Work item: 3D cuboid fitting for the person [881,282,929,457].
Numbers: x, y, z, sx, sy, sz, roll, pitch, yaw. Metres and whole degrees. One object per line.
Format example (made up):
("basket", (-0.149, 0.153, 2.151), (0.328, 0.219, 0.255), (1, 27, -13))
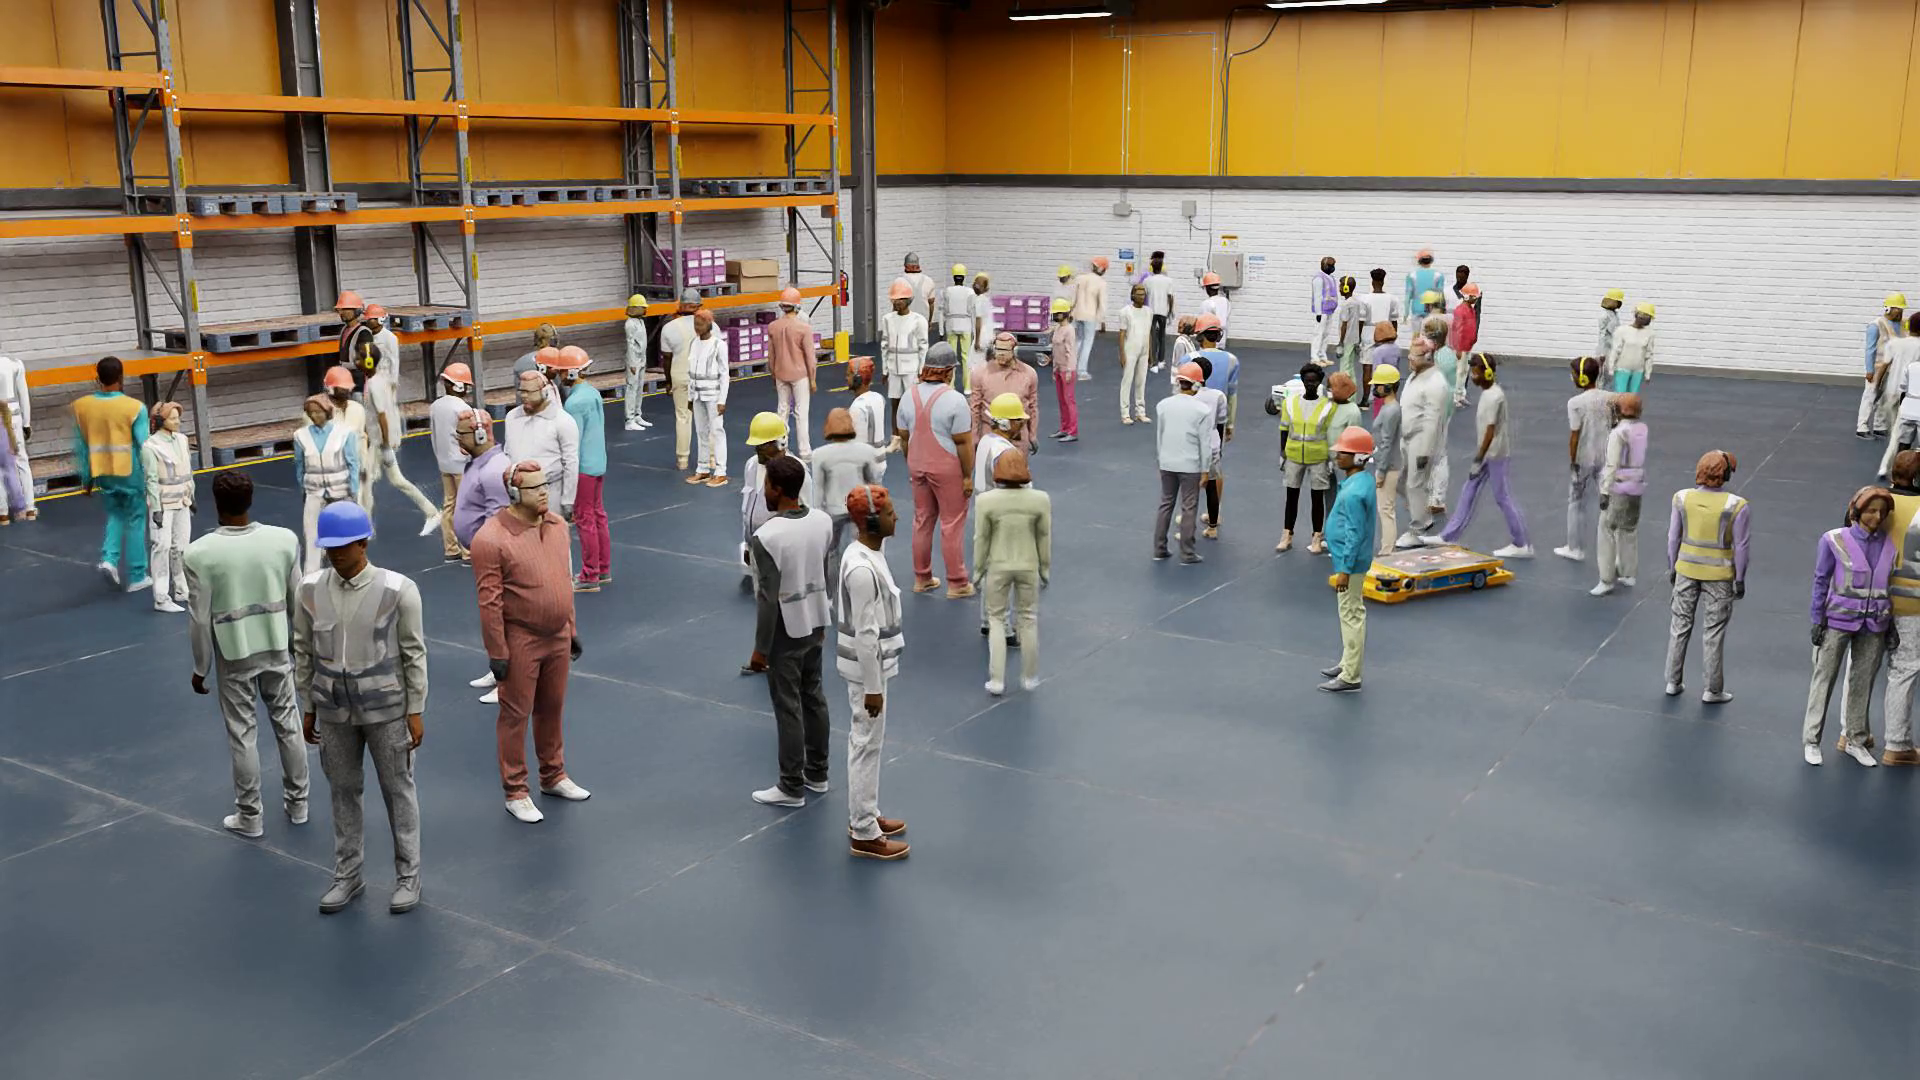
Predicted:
("person", (-0.664, -1.987, 19.417), (0.609, 2.044, 0.394), (8, 15, 30))

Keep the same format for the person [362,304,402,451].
("person", (-6.908, -1.930, 19.804), (0.563, 1.752, 0.326), (8, 15, 31))

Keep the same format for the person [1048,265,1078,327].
("person", (1.704, -3.618, 27.142), (0.446, 1.743, 0.561), (-10, 16, -38))

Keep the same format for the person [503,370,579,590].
("person", (-3.182, -0.329, 12.530), (0.637, 1.907, 0.406), (5, 14, 21))

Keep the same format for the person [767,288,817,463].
("person", (-1.907, -1.876, 19.037), (0.611, 1.997, 0.375), (6, 14, 25))

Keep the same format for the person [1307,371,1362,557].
("person", (3.306, -0.668, 14.594), (0.279, 1.633, 0.499), (-5, 14, -22))

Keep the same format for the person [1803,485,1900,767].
("person", (5.131, 0.494, 9.545), (0.513, 1.640, 0.307), (1, 13, 4))

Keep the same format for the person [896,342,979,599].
("person", (-0.130, -0.566, 13.262), (0.674, 2.000, 0.535), (10, 16, 37))

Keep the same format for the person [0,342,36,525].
("person", (-9.160, -1.087, 15.859), (0.354, 1.887, 0.573), (10, 16, 36))

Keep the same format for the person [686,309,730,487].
("person", (-2.701, -1.513, 17.713), (0.581, 1.884, 0.351), (10, 16, 38))

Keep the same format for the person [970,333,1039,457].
("person", (0.407, -0.941, 15.189), (0.652, 1.904, 0.402), (-2, 13, -8))

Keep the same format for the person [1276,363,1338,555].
("person", (3.062, -0.716, 14.661), (0.533, 1.699, 0.322), (6, 14, 25))

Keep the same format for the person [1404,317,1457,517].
("person", (4.615, -1.197, 16.222), (0.357, 1.938, 0.637), (0, 13, -1))

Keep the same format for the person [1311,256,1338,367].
("person", (6.098, -3.819, 27.832), (0.429, 1.835, 0.629), (9, 16, 34))

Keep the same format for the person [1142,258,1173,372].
("person", (3.210, -3.703, 27.314), (0.531, 1.831, 0.836), (1, 13, 2))

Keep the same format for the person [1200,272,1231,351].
("person", (3.412, -2.658, 22.584), (0.549, 1.926, 0.384), (-12, 18, -43))

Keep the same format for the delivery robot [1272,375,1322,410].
("delivery robot", (4.565, -1.996, 22.514), (0.707, 0.478, 0.477), (-9, 16, -33))

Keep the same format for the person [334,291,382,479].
("person", (-6.544, -1.666, 18.017), (0.356, 2.047, 0.615), (-12, 18, -42))

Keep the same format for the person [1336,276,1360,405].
("person", (5.329, -2.700, 22.927), (0.331, 1.861, 0.495), (7, 15, 27))

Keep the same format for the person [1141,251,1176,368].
("person", (3.324, -3.848, 27.759), (0.539, 1.941, 0.617), (11, 17, 40))

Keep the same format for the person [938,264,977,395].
("person", (-0.026, -3.094, 24.505), (0.589, 1.918, 0.401), (0, 13, 1))

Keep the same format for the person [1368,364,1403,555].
("person", (3.575, -0.604, 14.050), (0.329, 1.760, 0.520), (3, 13, 13))

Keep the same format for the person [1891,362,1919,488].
("person", (9.828, -1.247, 16.995), (0.320, 1.686, 0.539), (-7, 15, -28))

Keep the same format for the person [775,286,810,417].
("person", (-2.276, -2.541, 22.452), (0.563, 1.754, 0.321), (10, 17, 38))

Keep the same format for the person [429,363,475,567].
("person", (-4.277, -0.647, 14.258), (0.574, 1.741, 0.340), (11, 17, 39))

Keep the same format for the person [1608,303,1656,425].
("person", (8.209, -2.024, 20.298), (0.574, 1.716, 0.449), (-2, 13, -7))

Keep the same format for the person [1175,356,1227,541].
("person", (2.163, -0.816, 15.097), (0.540, 1.695, 0.317), (-6, 14, -23))

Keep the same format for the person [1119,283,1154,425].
("person", (2.313, -2.430, 21.774), (0.506, 1.846, 0.344), (-7, 15, -27))

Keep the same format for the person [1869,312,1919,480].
("person", (10.280, -1.572, 18.160), (1.039, 1.814, 0.543), (-12, 17, -41))

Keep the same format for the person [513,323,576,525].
("person", (-3.875, -1.082, 15.728), (0.635, 1.935, 0.361), (3, 13, 15))

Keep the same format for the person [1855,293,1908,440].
("person", (11.458, -2.146, 20.606), (0.591, 1.823, 0.404), (-5, 14, -21))

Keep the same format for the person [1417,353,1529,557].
("person", (4.554, -0.732, 14.493), (0.975, 1.807, 0.577), (2, 13, 8))

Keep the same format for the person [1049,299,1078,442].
("person", (1.260, -2.093, 20.513), (0.349, 1.758, 0.521), (-4, 14, -18))

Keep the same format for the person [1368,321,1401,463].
("person", (4.845, -1.688, 19.022), (0.507, 1.631, 0.267), (-12, 18, -42))

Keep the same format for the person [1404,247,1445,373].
("person", (7.527, -3.725, 26.974), (0.617, 2.042, 0.401), (3, 13, 14))

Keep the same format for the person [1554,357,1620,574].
("person", (5.394, -0.644, 14.093), (0.606, 1.817, 0.964), (-1, 13, -5))

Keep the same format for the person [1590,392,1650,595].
("person", (5.313, -0.371, 13.408), (0.676, 1.626, 0.316), (-10, 16, -37))
